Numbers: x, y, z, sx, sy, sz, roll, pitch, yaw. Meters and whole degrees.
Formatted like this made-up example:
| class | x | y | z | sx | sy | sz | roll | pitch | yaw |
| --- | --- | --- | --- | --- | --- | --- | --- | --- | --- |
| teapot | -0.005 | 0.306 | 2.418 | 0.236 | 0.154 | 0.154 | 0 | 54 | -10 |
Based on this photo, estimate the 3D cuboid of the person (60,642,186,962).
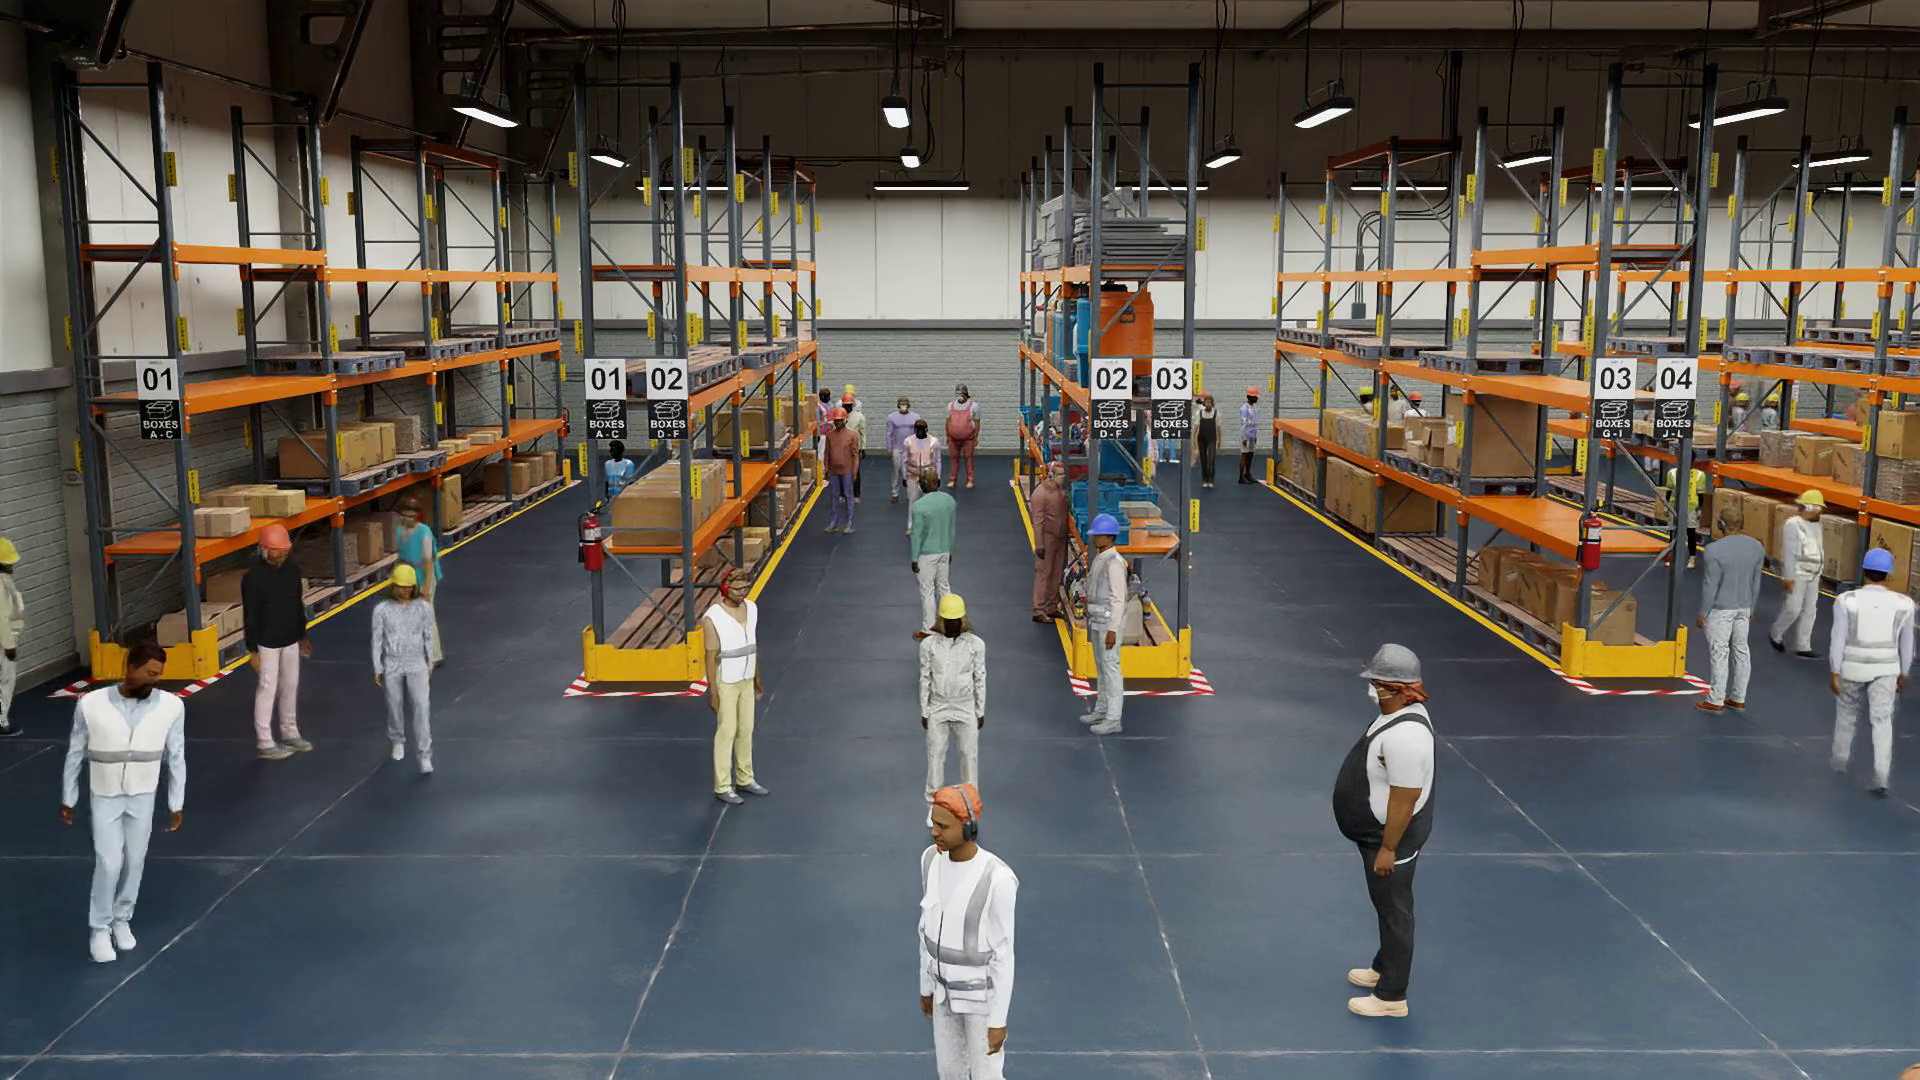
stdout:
| class | x | y | z | sx | sy | sz | roll | pitch | yaw |
| --- | --- | --- | --- | --- | --- | --- | --- | --- | --- |
| person | -4.920 | 1.532 | 9.844 | 0.685 | 1.860 | 0.582 | -7 | 11 | -38 |

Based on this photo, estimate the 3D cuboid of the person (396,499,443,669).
| class | x | y | z | sx | sy | sz | roll | pitch | yaw |
| --- | --- | --- | --- | --- | --- | --- | --- | --- | --- |
| person | -5.501 | 0.457 | 16.947 | 0.584 | 1.804 | 0.510 | 7 | 11 | 37 |

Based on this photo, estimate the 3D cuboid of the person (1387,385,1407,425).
| class | x | y | z | sx | sy | sz | roll | pitch | yaw |
| --- | --- | --- | --- | --- | --- | --- | --- | --- | --- |
| person | 8.988 | -2.273 | 34.354 | 0.332 | 1.866 | 0.515 | -7 | 11 | -37 |

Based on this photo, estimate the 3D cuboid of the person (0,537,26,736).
| class | x | y | z | sx | sy | sz | roll | pitch | yaw |
| --- | --- | --- | --- | --- | --- | --- | --- | --- | --- |
| person | -8.459 | 0.833 | 14.627 | 0.430 | 1.784 | 0.739 | -7 | 11 | -37 |

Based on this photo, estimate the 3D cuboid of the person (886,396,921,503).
| class | x | y | z | sx | sy | sz | roll | pitch | yaw |
| --- | --- | --- | --- | --- | --- | --- | --- | --- | --- |
| person | -1.014 | -1.625 | 29.925 | 0.635 | 1.937 | 0.354 | -1 | 9 | -8 |

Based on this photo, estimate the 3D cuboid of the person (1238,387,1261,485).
| class | x | y | z | sx | sy | sz | roll | pitch | yaw |
| --- | --- | --- | --- | --- | --- | --- | --- | --- | --- |
| person | 5.710 | -2.051 | 32.706 | 0.387 | 1.929 | 0.545 | 6 | 11 | 34 |

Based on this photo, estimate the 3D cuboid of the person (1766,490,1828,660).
| class | x | y | z | sx | sy | sz | roll | pitch | yaw |
| --- | --- | --- | --- | --- | --- | --- | --- | --- | --- |
| person | 8.875 | 0.365 | 17.614 | 0.653 | 1.788 | 0.616 | -5 | 10 | -30 |

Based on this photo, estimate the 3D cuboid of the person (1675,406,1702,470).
| class | x | y | z | sx | sy | sz | roll | pitch | yaw |
| --- | --- | --- | --- | --- | --- | --- | --- | --- | --- |
| person | 13.403 | -1.636 | 30.705 | 0.537 | 1.725 | 0.901 | -1 | 9 | -8 |

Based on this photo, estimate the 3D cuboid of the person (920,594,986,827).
| class | x | y | z | sx | sy | sz | roll | pitch | yaw |
| --- | --- | --- | --- | --- | --- | --- | --- | --- | --- |
| person | -0.053 | 1.244 | 12.130 | 0.486 | 1.736 | 0.320 | 0 | 9 | 2 |

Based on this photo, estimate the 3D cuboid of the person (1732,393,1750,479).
| class | x | y | z | sx | sy | sz | roll | pitch | yaw |
| --- | --- | --- | --- | --- | --- | --- | --- | --- | --- |
| person | 15.772 | -2.106 | 33.647 | 0.294 | 1.744 | 0.485 | 2 | 9 | 15 |

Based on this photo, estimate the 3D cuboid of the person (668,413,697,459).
| class | x | y | z | sx | sy | sz | roll | pitch | yaw |
| --- | --- | --- | --- | --- | --- | --- | --- | --- | --- |
| person | -5.094 | -1.723 | 30.556 | 0.543 | 1.939 | 0.361 | -3 | 9 | -18 |

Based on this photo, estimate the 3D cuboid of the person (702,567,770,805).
| class | x | y | z | sx | sy | sz | roll | pitch | yaw |
| --- | --- | --- | --- | --- | --- | --- | --- | --- | --- |
| person | -1.743 | 1.103 | 12.730 | 0.408 | 1.830 | 0.579 | 5 | 10 | 31 |

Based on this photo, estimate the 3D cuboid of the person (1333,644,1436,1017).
| class | x | y | z | sx | sy | sz | roll | pitch | yaw |
| --- | --- | --- | --- | --- | --- | --- | --- | --- | --- |
| person | 2.309 | 1.563 | 9.092 | 0.538 | 2.000 | 0.684 | 2 | 9 | 15 |

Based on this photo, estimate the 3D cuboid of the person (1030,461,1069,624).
| class | x | y | z | sx | sy | sz | roll | pitch | yaw |
| --- | --- | --- | --- | --- | --- | --- | --- | --- | --- |
| person | 1.083 | 0.021 | 19.486 | 0.400 | 1.900 | 0.647 | 6 | 10 | 32 |

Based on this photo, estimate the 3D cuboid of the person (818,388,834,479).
| class | x | y | z | sx | sy | sz | roll | pitch | yaw |
| --- | --- | --- | --- | --- | --- | --- | --- | --- | --- |
| person | -2.749 | -2.160 | 33.735 | 0.430 | 1.833 | 0.632 | 4 | 10 | 25 |

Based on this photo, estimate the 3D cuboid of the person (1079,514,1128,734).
| class | x | y | z | sx | sy | sz | roll | pitch | yaw |
| --- | --- | --- | --- | --- | --- | --- | --- | --- | --- |
| person | 1.282 | 0.733 | 14.728 | 0.392 | 1.946 | 0.614 | -2 | 9 | -11 |

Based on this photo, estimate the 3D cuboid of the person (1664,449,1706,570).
| class | x | y | z | sx | sy | sz | roll | pitch | yaw |
| --- | --- | --- | --- | --- | --- | --- | --- | --- | --- |
| person | 10.059 | -0.438 | 23.089 | 0.534 | 1.694 | 0.319 | 8 | 12 | 41 |

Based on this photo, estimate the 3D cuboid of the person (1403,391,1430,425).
| class | x | y | z | sx | sy | sz | roll | pitch | yaw |
| --- | --- | --- | --- | --- | --- | --- | --- | --- | --- |
| person | 8.531 | -1.826 | 31.260 | 0.544 | 1.929 | 0.389 | -4 | 10 | -23 |

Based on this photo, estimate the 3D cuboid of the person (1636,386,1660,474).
| class | x | y | z | sx | sy | sz | roll | pitch | yaw |
| --- | --- | --- | --- | --- | --- | --- | --- | --- | --- |
| person | 14.263 | -2.264 | 34.367 | 0.464 | 1.844 | 0.606 | 7 | 11 | 38 |

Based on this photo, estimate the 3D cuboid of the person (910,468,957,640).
| class | x | y | z | sx | sy | sz | roll | pitch | yaw |
| --- | --- | --- | --- | --- | --- | --- | --- | --- | --- |
| person | -0.308 | 0.164 | 18.462 | 0.635 | 1.929 | 0.378 | -9 | 12 | -44 |

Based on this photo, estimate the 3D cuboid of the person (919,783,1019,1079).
| class | x | y | z | sx | sy | sz | roll | pitch | yaw |
| --- | --- | --- | --- | --- | --- | --- | --- | --- | --- |
| person | 0.021 | 1.951 | 7.124 | 0.349 | 1.880 | 0.577 | -8 | 12 | -40 |

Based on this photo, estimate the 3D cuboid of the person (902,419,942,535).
| class | x | y | z | sx | sy | sz | roll | pitch | yaw |
| --- | --- | --- | --- | --- | --- | --- | --- | --- | --- |
| person | -0.605 | -0.979 | 26.081 | 0.626 | 1.843 | 0.430 | 1 | 9 | 4 |

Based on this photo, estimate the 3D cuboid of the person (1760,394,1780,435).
| class | x | y | z | sx | sy | sz | roll | pitch | yaw |
| --- | --- | --- | --- | --- | --- | --- | --- | --- | --- |
| person | 16.347 | -2.091 | 33.588 | 0.324 | 1.730 | 0.494 | 0 | 9 | 0 |

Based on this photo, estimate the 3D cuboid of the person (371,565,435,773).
| class | x | y | z | sx | sy | sz | roll | pitch | yaw |
| --- | --- | --- | --- | --- | --- | --- | --- | --- | --- |
| person | -4.546 | 1.034 | 13.616 | 0.500 | 1.694 | 0.918 | -3 | 9 | -21 |

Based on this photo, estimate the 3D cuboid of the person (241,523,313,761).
| class | x | y | z | sx | sy | sz | roll | pitch | yaw |
| --- | --- | --- | --- | --- | --- | --- | --- | --- | --- |
| person | -5.707 | 0.837 | 13.923 | 0.405 | 1.990 | 0.638 | 3 | 9 | 21 |

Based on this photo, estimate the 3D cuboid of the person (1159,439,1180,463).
| class | x | y | z | sx | sy | sz | roll | pitch | yaw |
| --- | --- | --- | --- | --- | --- | --- | --- | --- | --- |
| person | 4.579 | -2.646 | 36.527 | 0.590 | 1.926 | 0.388 | 6 | 11 | 34 |

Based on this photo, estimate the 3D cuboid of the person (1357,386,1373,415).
| class | x | y | z | sx | sy | sz | roll | pitch | yaw |
| --- | --- | --- | --- | --- | --- | --- | --- | --- | --- |
| person | 8.041 | -2.111 | 33.135 | 0.515 | 1.907 | 0.599 | 4 | 10 | 26 |

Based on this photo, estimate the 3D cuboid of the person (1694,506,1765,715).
| class | x | y | z | sx | sy | sz | roll | pitch | yaw |
| --- | --- | --- | --- | --- | --- | --- | --- | --- | --- |
| person | 7.072 | 0.648 | 15.323 | 0.627 | 1.934 | 0.370 | -3 | 9 | -16 |

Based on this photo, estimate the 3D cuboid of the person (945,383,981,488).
| class | x | y | z | sx | sy | sz | roll | pitch | yaw |
| --- | --- | --- | --- | --- | --- | --- | --- | --- | --- |
| person | 0.027 | -2.005 | 32.042 | 0.688 | 2.000 | 0.539 | 3 | 9 | 16 |

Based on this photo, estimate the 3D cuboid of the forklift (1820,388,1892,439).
| class | x | y | z | sx | sy | sz | roll | pitch | yaw |
| --- | --- | --- | --- | --- | --- | --- | --- | --- | --- |
| forklift | 20.072 | -3.110 | 36.462 | 1.873 | 2.768 | 1.129 | 0 | 9 | 0 |

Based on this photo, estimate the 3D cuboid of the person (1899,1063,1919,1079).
| class | x | y | z | sx | sy | sz | roll | pitch | yaw |
| --- | --- | --- | --- | --- | --- | --- | --- | --- | --- |
| person | 2.961 | 2.385 | 5.110 | 0.268 | 1.631 | 0.506 | 4 | 10 | 26 |

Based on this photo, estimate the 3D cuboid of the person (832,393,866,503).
| class | x | y | z | sx | sy | sz | roll | pitch | yaw |
| --- | --- | --- | --- | --- | --- | --- | --- | --- | --- |
| person | -1.998 | -1.643 | 29.863 | 0.625 | 1.990 | 0.395 | 1 | 9 | 7 |

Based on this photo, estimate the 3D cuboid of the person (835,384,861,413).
| class | x | y | z | sx | sy | sz | roll | pitch | yaw |
| --- | --- | --- | --- | --- | --- | --- | --- | --- | --- |
| person | -2.343 | -2.382 | 35.137 | 0.600 | 1.829 | 0.404 | -4 | 10 | -22 |

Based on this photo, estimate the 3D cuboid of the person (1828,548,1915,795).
| class | x | y | z | sx | sy | sz | roll | pitch | yaw |
| --- | --- | --- | --- | --- | --- | --- | --- | --- | --- |
| person | 7.180 | 1.015 | 13.102 | 0.612 | 1.901 | 1.010 | 3 | 9 | 17 |

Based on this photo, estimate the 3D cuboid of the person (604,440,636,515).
| class | x | y | z | sx | sy | sz | roll | pitch | yaw |
| --- | --- | --- | --- | --- | --- | --- | --- | --- | --- |
| person | -4.968 | -0.625 | 24.294 | 0.539 | 1.690 | 0.320 | 4 | 10 | 24 |

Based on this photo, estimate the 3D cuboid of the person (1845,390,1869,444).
| class | x | y | z | sx | sy | sz | roll | pitch | yaw |
| --- | --- | --- | --- | --- | --- | --- | --- | --- | --- |
| person | 17.776 | -2.038 | 32.871 | 0.661 | 1.860 | 1.002 | -1 | 9 | -5 |

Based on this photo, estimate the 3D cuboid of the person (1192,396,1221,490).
| class | x | y | z | sx | sy | sz | roll | pitch | yaw |
| --- | --- | --- | --- | --- | --- | --- | --- | --- | --- |
| person | 4.719 | -1.853 | 31.836 | 0.517 | 1.798 | 0.954 | 2 | 9 | 16 |

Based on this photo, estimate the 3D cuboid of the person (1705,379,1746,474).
| class | x | y | z | sx | sy | sz | roll | pitch | yaw |
| --- | --- | --- | --- | --- | --- | --- | --- | --- | --- |
| person | 15.935 | -2.328 | 34.302 | 1.118 | 1.972 | 0.608 | 1 | 9 | 5 |

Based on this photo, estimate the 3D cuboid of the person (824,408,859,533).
| class | x | y | z | sx | sy | sz | roll | pitch | yaw |
| --- | --- | --- | --- | --- | --- | --- | --- | --- | --- |
| person | -1.891 | -1.103 | 26.384 | 0.609 | 1.995 | 0.378 | 4 | 10 | 24 |
